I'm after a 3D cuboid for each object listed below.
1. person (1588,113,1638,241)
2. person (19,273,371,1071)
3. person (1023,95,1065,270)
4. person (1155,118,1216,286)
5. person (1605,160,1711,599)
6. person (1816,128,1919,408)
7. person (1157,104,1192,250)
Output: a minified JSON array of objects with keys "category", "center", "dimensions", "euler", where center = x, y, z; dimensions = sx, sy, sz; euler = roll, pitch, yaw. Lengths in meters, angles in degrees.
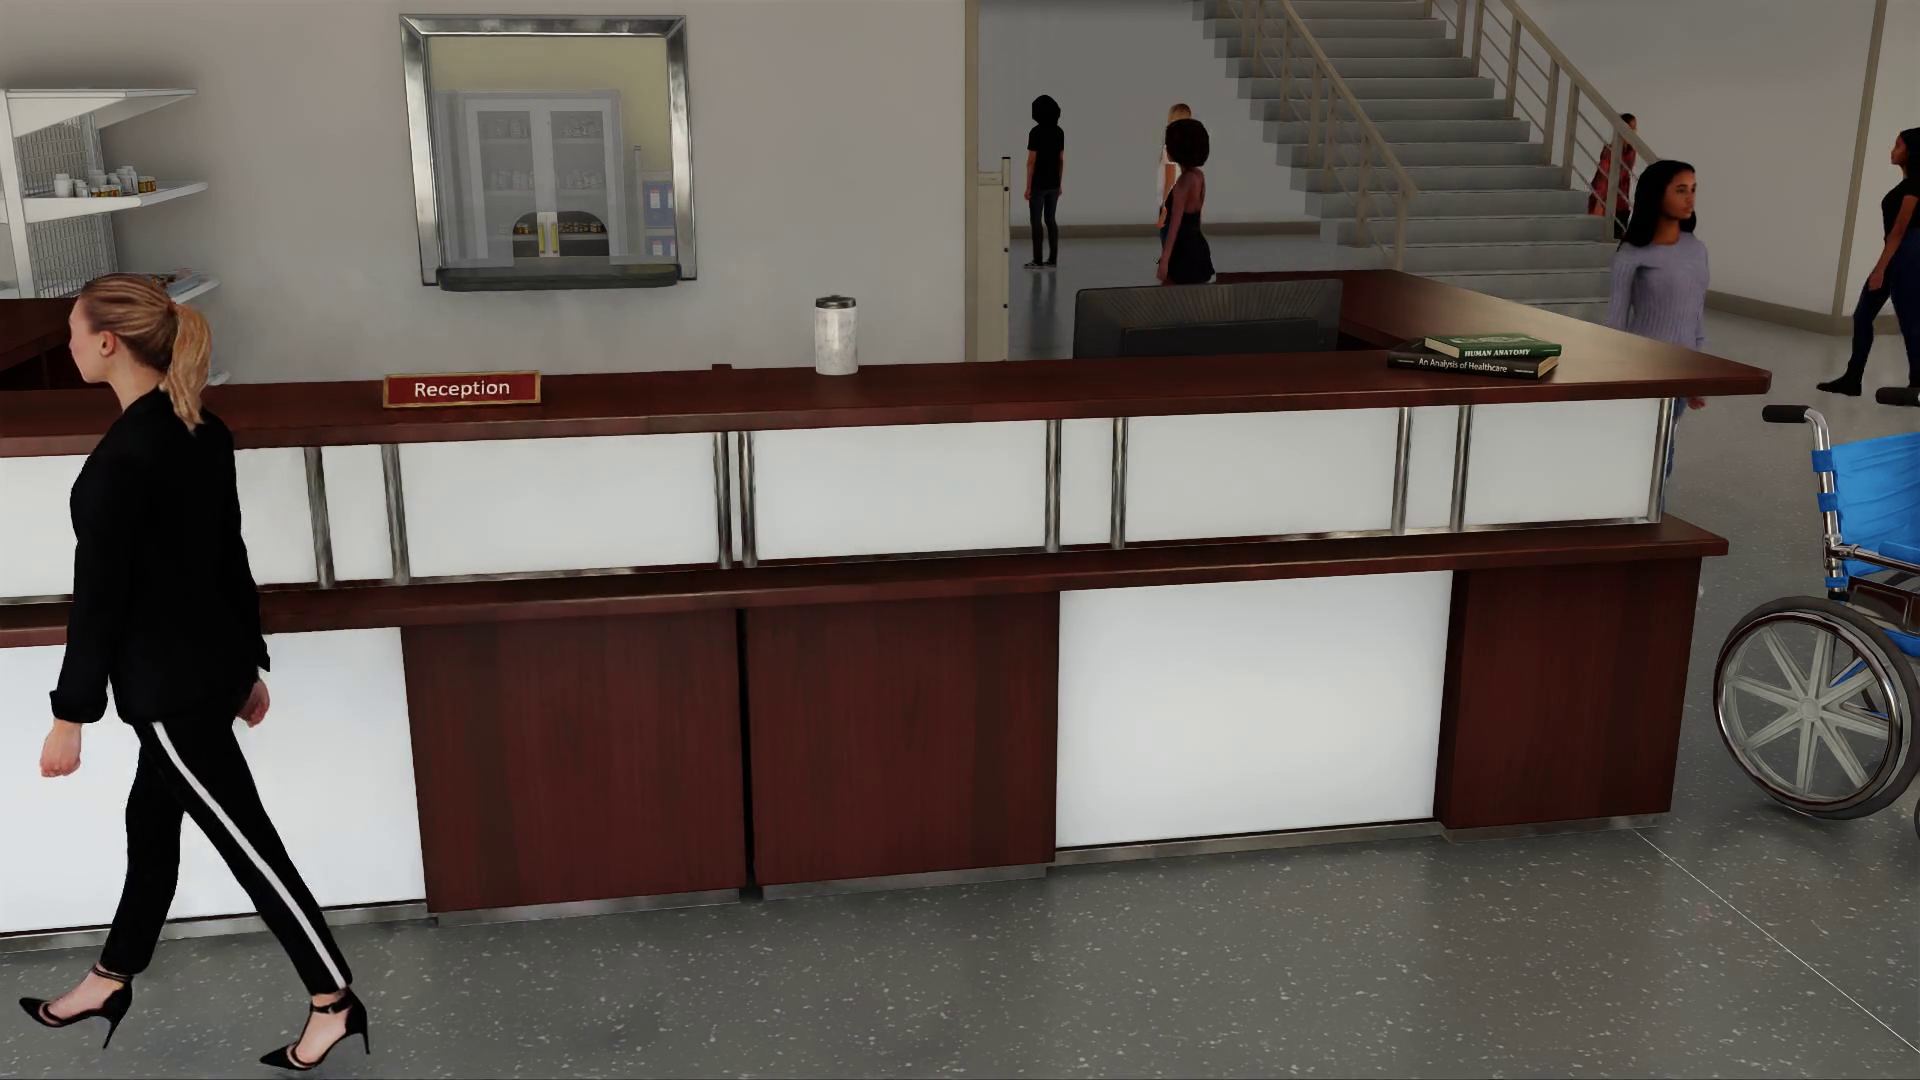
[{"category":"person","center":[6.077,-3.160,15.775],"dimensions":[0.798,1.652,1.176],"euler":[-8,17,-25]},{"category":"person","center":[-1.452,0.339,3.329],"dimensions":[0.760,1.672,0.949],"euler":[-1,16,-4]},{"category":"person","center":[0.912,-3.848,17.870],"dimensions":[0.708,1.827,0.694],"euler":[-12,20,-36]},{"category":"person","center":[1.514,-1.738,10.504],"dimensions":[0.780,1.776,0.709],"euler":[5,16,16]},{"category":"person","center":[2.766,-0.663,6.817],"dimensions":[0.818,1.708,1.192],"euler":[-7,17,-24]},{"category":"person","center":[6.006,-1.676,10.398],"dimensions":[0.909,1.715,0.907],"euler":[7,17,22]},{"category":"person","center":[1.848,-2.771,14.110],"dimensions":[0.711,1.808,0.665],"euler":[12,20,36]}]
